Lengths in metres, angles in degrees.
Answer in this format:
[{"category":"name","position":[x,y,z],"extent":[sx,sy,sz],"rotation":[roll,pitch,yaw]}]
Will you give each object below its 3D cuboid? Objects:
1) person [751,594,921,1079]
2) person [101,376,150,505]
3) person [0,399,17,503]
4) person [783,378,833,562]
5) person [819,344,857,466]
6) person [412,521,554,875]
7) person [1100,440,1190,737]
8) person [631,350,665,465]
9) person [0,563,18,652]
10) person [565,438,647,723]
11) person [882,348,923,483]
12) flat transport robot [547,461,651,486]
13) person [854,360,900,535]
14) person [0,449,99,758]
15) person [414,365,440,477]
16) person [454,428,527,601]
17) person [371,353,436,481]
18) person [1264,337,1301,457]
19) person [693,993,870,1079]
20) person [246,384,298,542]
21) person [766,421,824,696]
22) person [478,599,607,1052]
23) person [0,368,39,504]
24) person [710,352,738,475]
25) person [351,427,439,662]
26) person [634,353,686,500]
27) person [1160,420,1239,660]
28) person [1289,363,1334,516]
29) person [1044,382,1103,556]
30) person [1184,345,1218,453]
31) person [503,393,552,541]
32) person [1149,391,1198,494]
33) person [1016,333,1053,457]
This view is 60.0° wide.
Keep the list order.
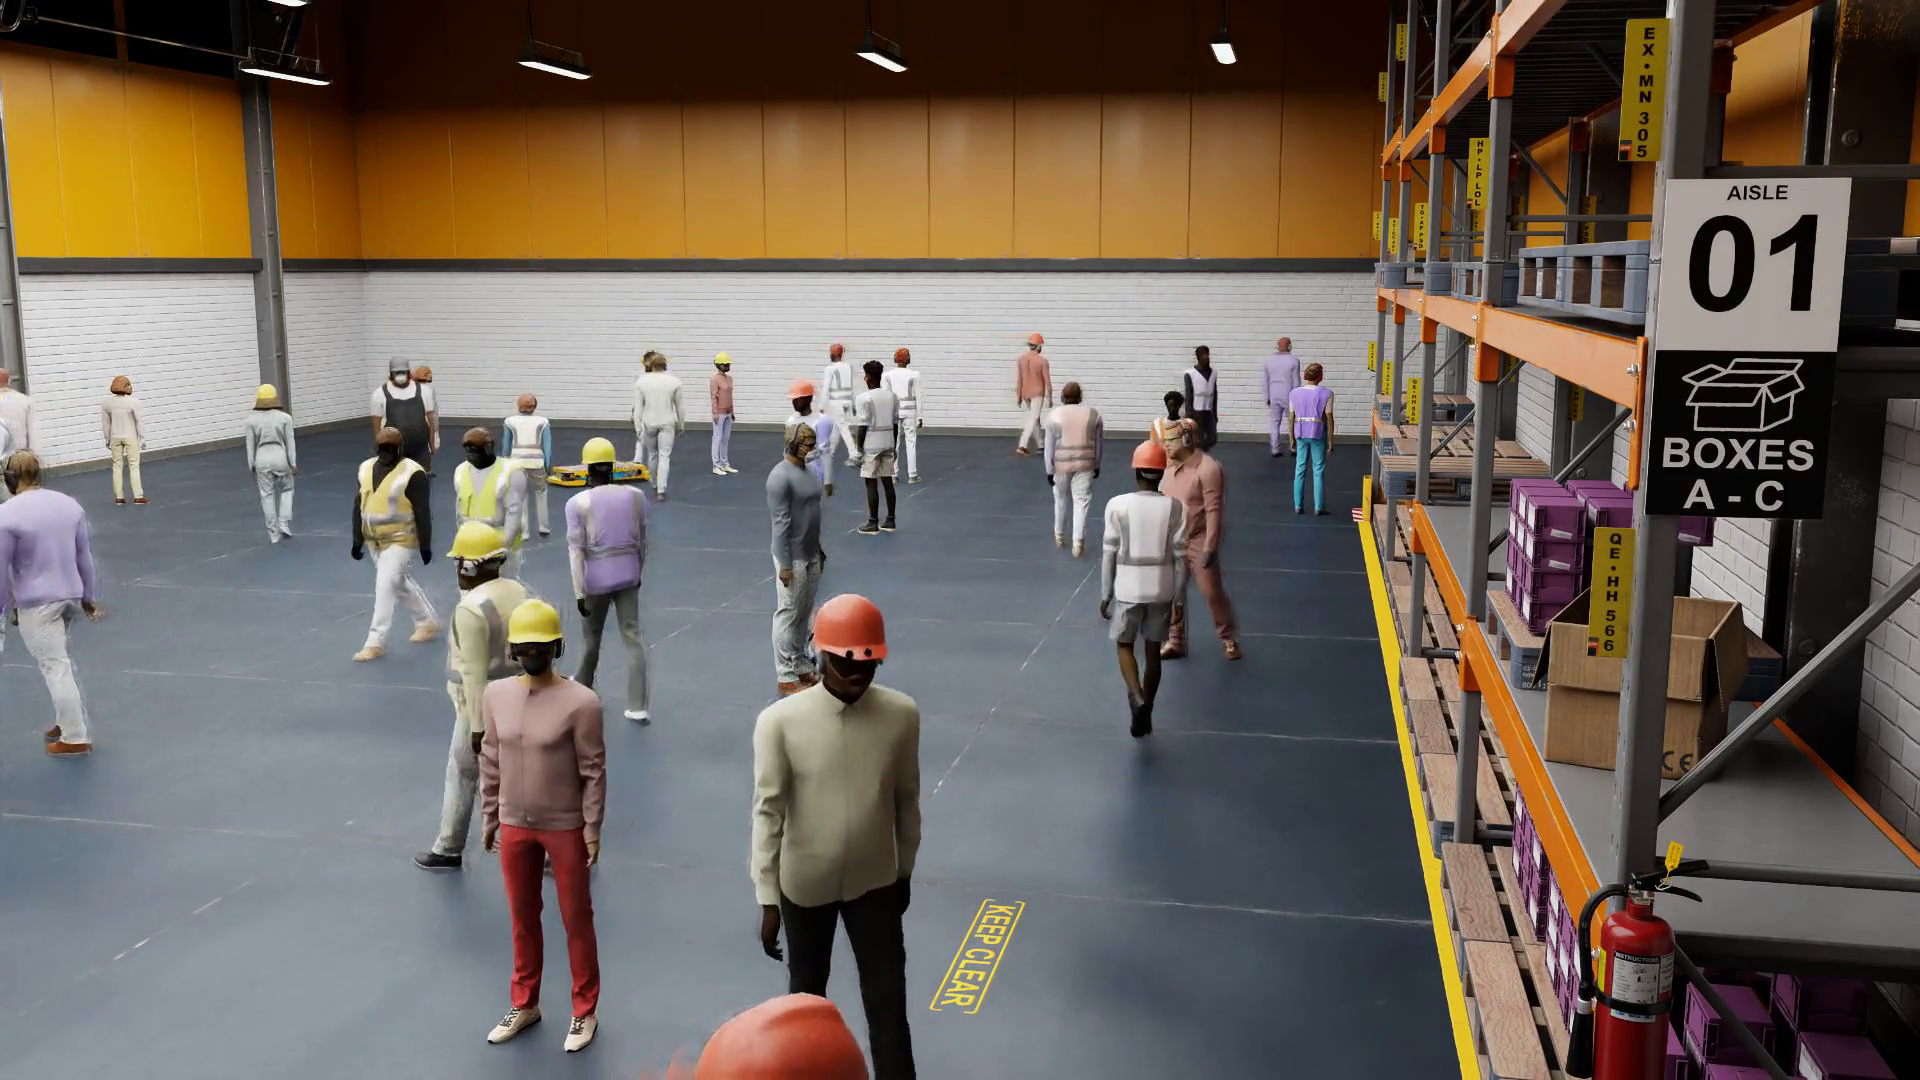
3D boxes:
[{"category":"person","position":[-0.375,1.154,5.509],"extent":[0.638,1.944,0.977],"rotation":[-4,10,-21]},{"category":"person","position":[-10.554,-1.258,21.015],"extent":[0.504,1.632,0.270],"rotation":[0,9,-2]},{"category":"person","position":[-9.829,-0.640,16.812],"extent":[0.918,1.780,0.604],"rotation":[-8,13,-41]},{"category":"person","position":[-1.524,-0.624,16.329],"extent":[0.579,1.920,0.420],"rotation":[8,13,41]},{"category":"person","position":[-1.832,-2.050,25.231],"extent":[1.008,1.831,0.597],"rotation":[8,12,39]},{"category":"person","position":[-2.275,0.791,8.214],"extent":[0.915,1.792,0.606],"rotation":[3,10,16]},{"category":"person","position":[1.182,0.330,10.586],"extent":[0.566,1.924,0.651],"rotation":[0,9,0]},{"category":"person","position":[-4.498,-1.828,23.932],"extent":[0.577,1.814,0.886],"rotation":[2,10,10]},{"category":"person","position":[-6.233,0.367,10.514],"extent":[0.546,1.878,1.026],"rotation":[-3,10,-20]},{"category":"person","position":[-2.383,0.253,11.179],"extent":[0.610,1.879,0.993],"rotation":[-6,11,-33]},{"category":"person","position":[-0.789,-1.719,23.049],"extent":[0.576,1.882,0.355],"rotation":[2,10,12]},{"category":"flat transport robot","position":[-4.989,-0.932,23.150],"extent":[1.431,0.197,0.652],"rotation":[-8,12,-39]},{"category":"person","position":[-0.944,-1.043,18.725],"extent":[0.614,1.962,0.366],"rotation":[-9,13,-43]},{"category":"person","position":[-5.662,0.395,10.242],"extent":[0.663,1.907,0.637],"rotation":[2,10,14]},{"category":"person","position":[-7.582,-1.659,23.490],"extent":[0.501,1.620,0.439],"rotation":[4,10,24]},{"category":"person","position":[-3.594,0.061,12.548],"extent":[0.616,1.800,0.829],"rotation":[2,10,11]},{"category":"person","position":[-6.386,-1.147,19.122],"extent":[0.688,2.000,0.679],"rotation":[-5,11,-26]},{"category":"person","position":[5.159,-2.259,26.256],"extent":[0.679,1.887,0.704],"rotation":[8,12,39]},{"category":"person","position":[-0.280,1.641,2.513],"extent":[1.035,1.985,0.597],"rotation":[-7,12,-38]},{"category":"person","position":[-7.520,-0.842,18.196],"extent":[0.512,1.725,0.412],"rotation":[-2,10,-15]},{"category":"person","position":[-1.139,0.129,11.752],"extent":[0.372,1.938,0.630],"rotation":[3,10,17]},{"category":"person","position":[-1.616,1.095,6.433],"extent":[0.530,1.772,0.299],"rotation":[3,10,15]},{"category":"person","position":[-10.947,-1.039,19.043],"extent":[0.980,1.860,0.659],"rotation":[7,12,36]},{"category":"person","position":[-3.417,-1.827,24.050],"extent":[0.315,1.769,0.525],"rotation":[4,10,22]},{"category":"person","position":[-4.425,0.005,13.011],"extent":[0.618,1.797,0.918],"rotation":[5,11,29]},{"category":"person","position":[-3.887,-1.474,21.589],"extent":[0.644,1.883,1.039],"rotation":[0,9,-3]},{"category":"person","position":[1.833,0.001,12.761],"extent":[0.703,1.870,0.662],"rotation":[-7,12,-37]},{"category":"person","position":[4.242,-1.212,20.110],"extent":[0.565,1.843,0.390],"rotation":[6,11,30]},{"category":"person","position":[1.192,-0.764,17.565],"extent":[0.623,1.791,0.972],"rotation":[0,9,1]},{"category":"person","position":[3.398,-1.800,23.482],"extent":[0.613,1.898,0.463],"rotation":[-7,12,-36]},{"category":"person","position":[-4.783,-0.816,18.419],"extent":[0.535,1.615,0.667],"rotation":[-2,10,-10]},{"category":"person","position":[2.313,-0.790,18.066],"extent":[0.534,1.687,0.430],"rotation":[3,10,16]},{"category":"person","position":[1.175,-2.309,26.406],"extent":[0.988,1.953,0.635],"rotation":[-9,13,-43]}]
